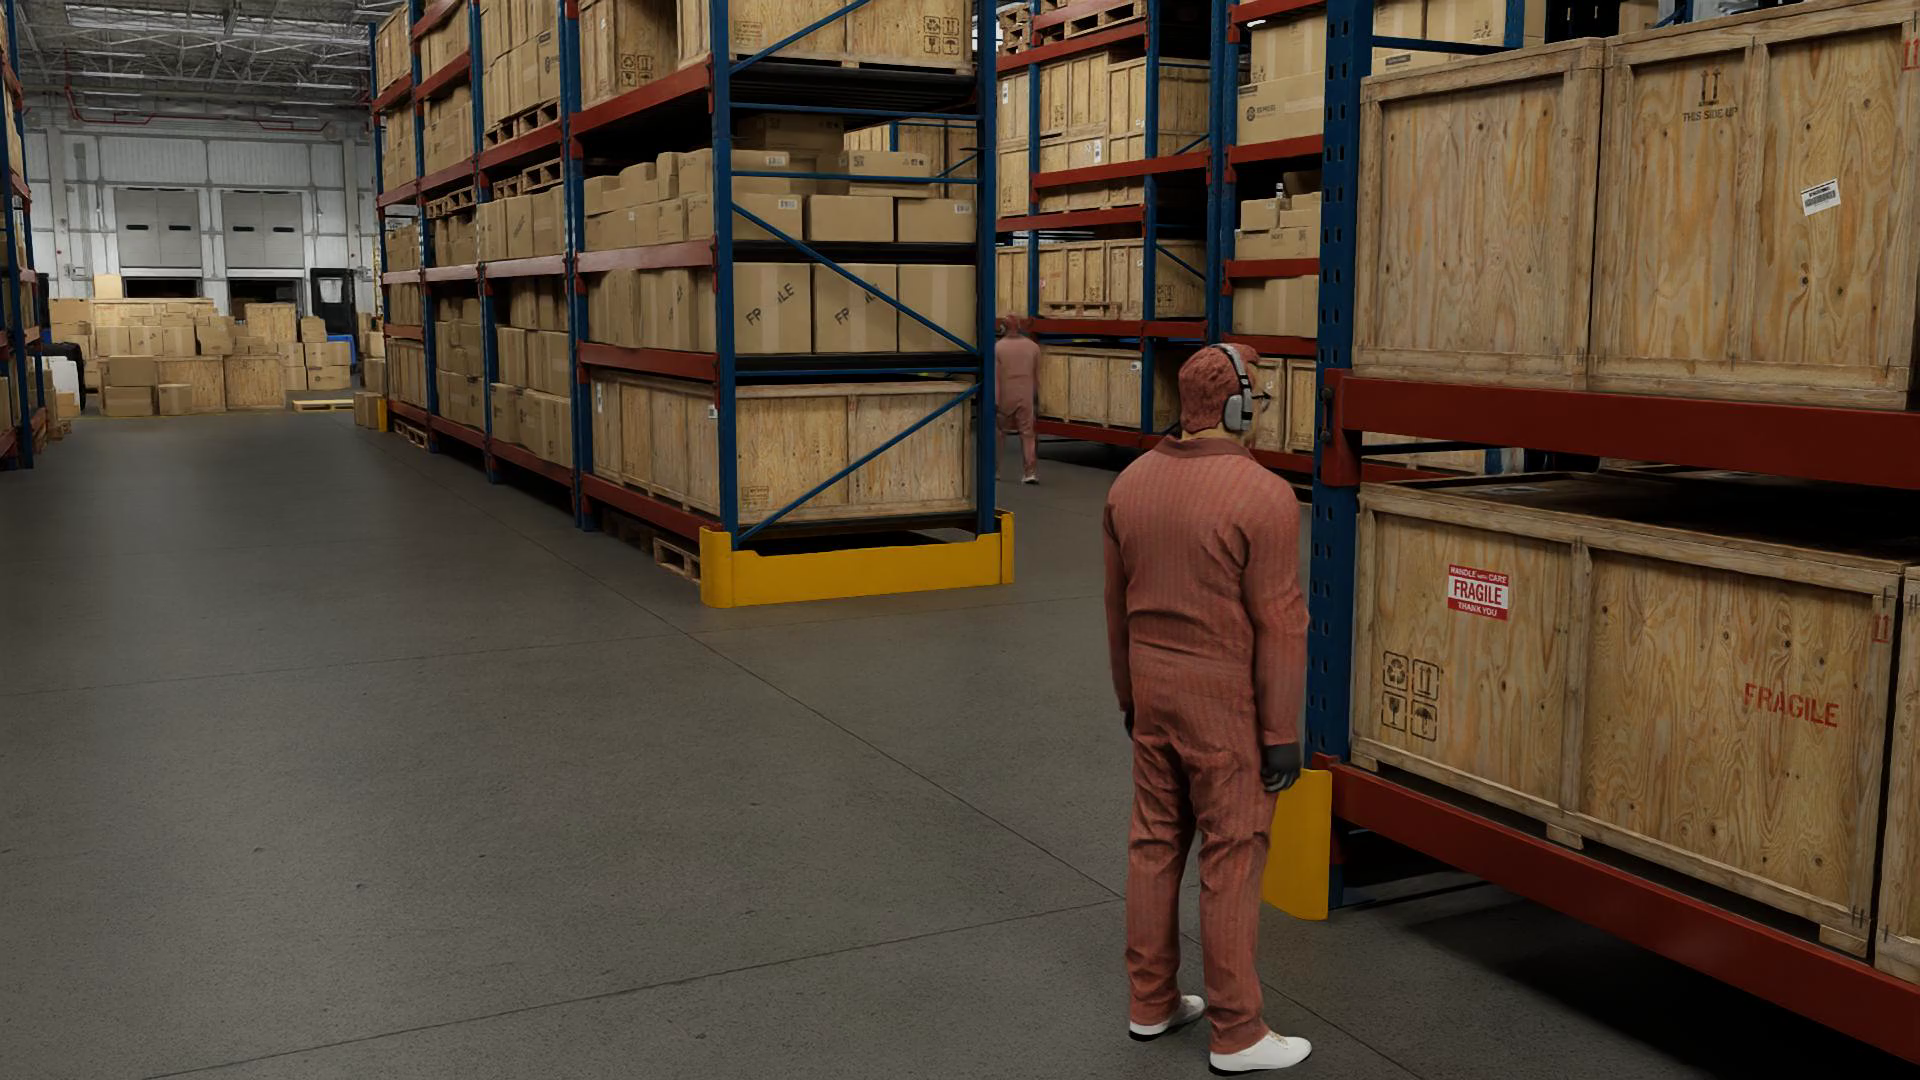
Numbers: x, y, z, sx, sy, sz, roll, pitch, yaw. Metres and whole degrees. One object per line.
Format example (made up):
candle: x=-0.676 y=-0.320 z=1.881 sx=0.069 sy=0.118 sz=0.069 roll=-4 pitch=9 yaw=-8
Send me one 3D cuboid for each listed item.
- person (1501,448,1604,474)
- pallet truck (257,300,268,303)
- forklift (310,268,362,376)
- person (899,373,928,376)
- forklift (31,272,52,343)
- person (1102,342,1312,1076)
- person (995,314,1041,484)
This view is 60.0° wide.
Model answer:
person: x=3.673 y=-0.483 z=10.388 sx=0.621 sy=2.023 sz=0.859 roll=5 pitch=10 yaw=33
pallet truck: x=-23.913 y=-7.404 z=58.171 sx=1.885 sy=1.965 sz=0.823 roll=-1 pitch=8 yaw=-9
forklift: x=-16.408 y=-5.712 z=43.475 sx=1.129 sy=2.768 sz=1.873 roll=-2 pitch=8 yaw=-11
person: x=-0.511 y=-1.086 z=15.657 sx=0.531 sy=1.690 sz=0.319 roll=5 pitch=9 yaw=29
forklift: x=-27.991 y=-6.737 z=50.544 sx=1.873 sy=2.768 sz=1.129 roll=1 pitch=8 yaw=5
person: x=0.671 y=0.437 z=4.414 sx=0.399 sy=1.909 sz=0.642 roll=-6 pitch=10 yaw=-37
person: x=0.591 y=-1.548 z=18.290 sx=0.649 sy=1.861 sz=0.982 roll=-3 pitch=9 yaw=-19
